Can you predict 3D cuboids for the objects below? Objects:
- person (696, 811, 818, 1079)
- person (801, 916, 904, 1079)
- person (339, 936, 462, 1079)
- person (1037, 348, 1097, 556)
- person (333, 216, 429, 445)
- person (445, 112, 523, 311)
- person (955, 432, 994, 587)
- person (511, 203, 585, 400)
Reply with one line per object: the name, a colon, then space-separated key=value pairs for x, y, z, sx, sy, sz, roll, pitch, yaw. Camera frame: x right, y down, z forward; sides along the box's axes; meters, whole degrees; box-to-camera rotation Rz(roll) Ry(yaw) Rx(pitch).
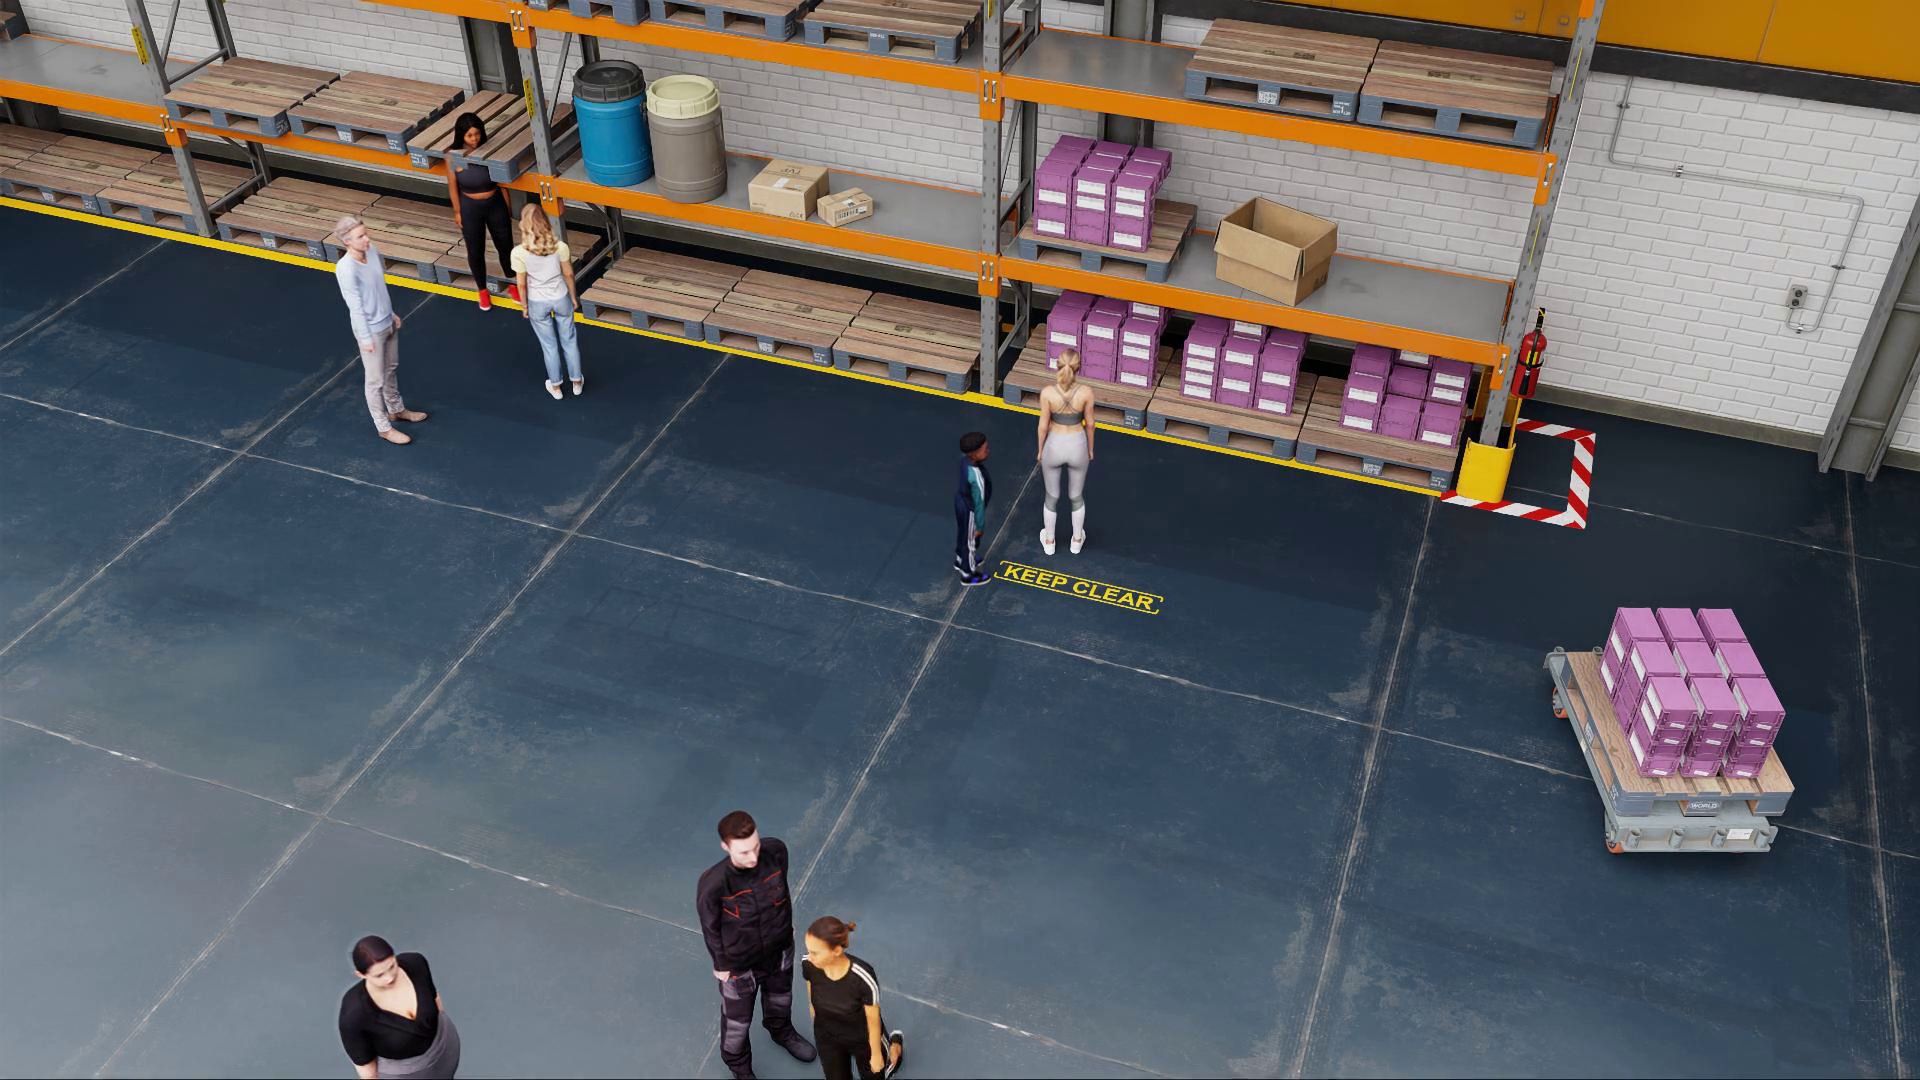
person: x=-1.029 y=2.036 z=8.299 sx=0.774 sy=1.915 sz=0.757 roll=-31 pitch=48 yaw=-33
person: x=-0.488 y=2.353 z=8.117 sx=0.903 sy=1.646 sz=0.715 roll=16 pitch=41 yaw=19
person: x=-2.629 y=2.455 z=7.899 sx=0.697 sy=1.758 sz=0.729 roll=23 pitch=44 yaw=26
person: x=0.749 y=-0.620 z=11.794 sx=0.585 sy=1.703 sz=0.693 roll=0 pitch=39 yaw=0
person: x=-4.560 y=-1.656 z=12.938 sx=0.630 sy=1.894 sz=0.699 roll=6 pitch=39 yaw=8
person: x=-4.177 y=-2.902 z=14.562 sx=0.762 sy=1.815 sz=0.830 roll=-14 pitch=41 yaw=-17
person: x=0.078 y=-0.239 z=11.677 sx=0.598 sy=1.254 sz=0.566 roll=-8 pitch=39 yaw=-9
person: x=-3.302 y=-1.911 z=13.394 sx=0.698 sy=1.723 sz=0.767 roll=-14 pitch=41 yaw=-17
